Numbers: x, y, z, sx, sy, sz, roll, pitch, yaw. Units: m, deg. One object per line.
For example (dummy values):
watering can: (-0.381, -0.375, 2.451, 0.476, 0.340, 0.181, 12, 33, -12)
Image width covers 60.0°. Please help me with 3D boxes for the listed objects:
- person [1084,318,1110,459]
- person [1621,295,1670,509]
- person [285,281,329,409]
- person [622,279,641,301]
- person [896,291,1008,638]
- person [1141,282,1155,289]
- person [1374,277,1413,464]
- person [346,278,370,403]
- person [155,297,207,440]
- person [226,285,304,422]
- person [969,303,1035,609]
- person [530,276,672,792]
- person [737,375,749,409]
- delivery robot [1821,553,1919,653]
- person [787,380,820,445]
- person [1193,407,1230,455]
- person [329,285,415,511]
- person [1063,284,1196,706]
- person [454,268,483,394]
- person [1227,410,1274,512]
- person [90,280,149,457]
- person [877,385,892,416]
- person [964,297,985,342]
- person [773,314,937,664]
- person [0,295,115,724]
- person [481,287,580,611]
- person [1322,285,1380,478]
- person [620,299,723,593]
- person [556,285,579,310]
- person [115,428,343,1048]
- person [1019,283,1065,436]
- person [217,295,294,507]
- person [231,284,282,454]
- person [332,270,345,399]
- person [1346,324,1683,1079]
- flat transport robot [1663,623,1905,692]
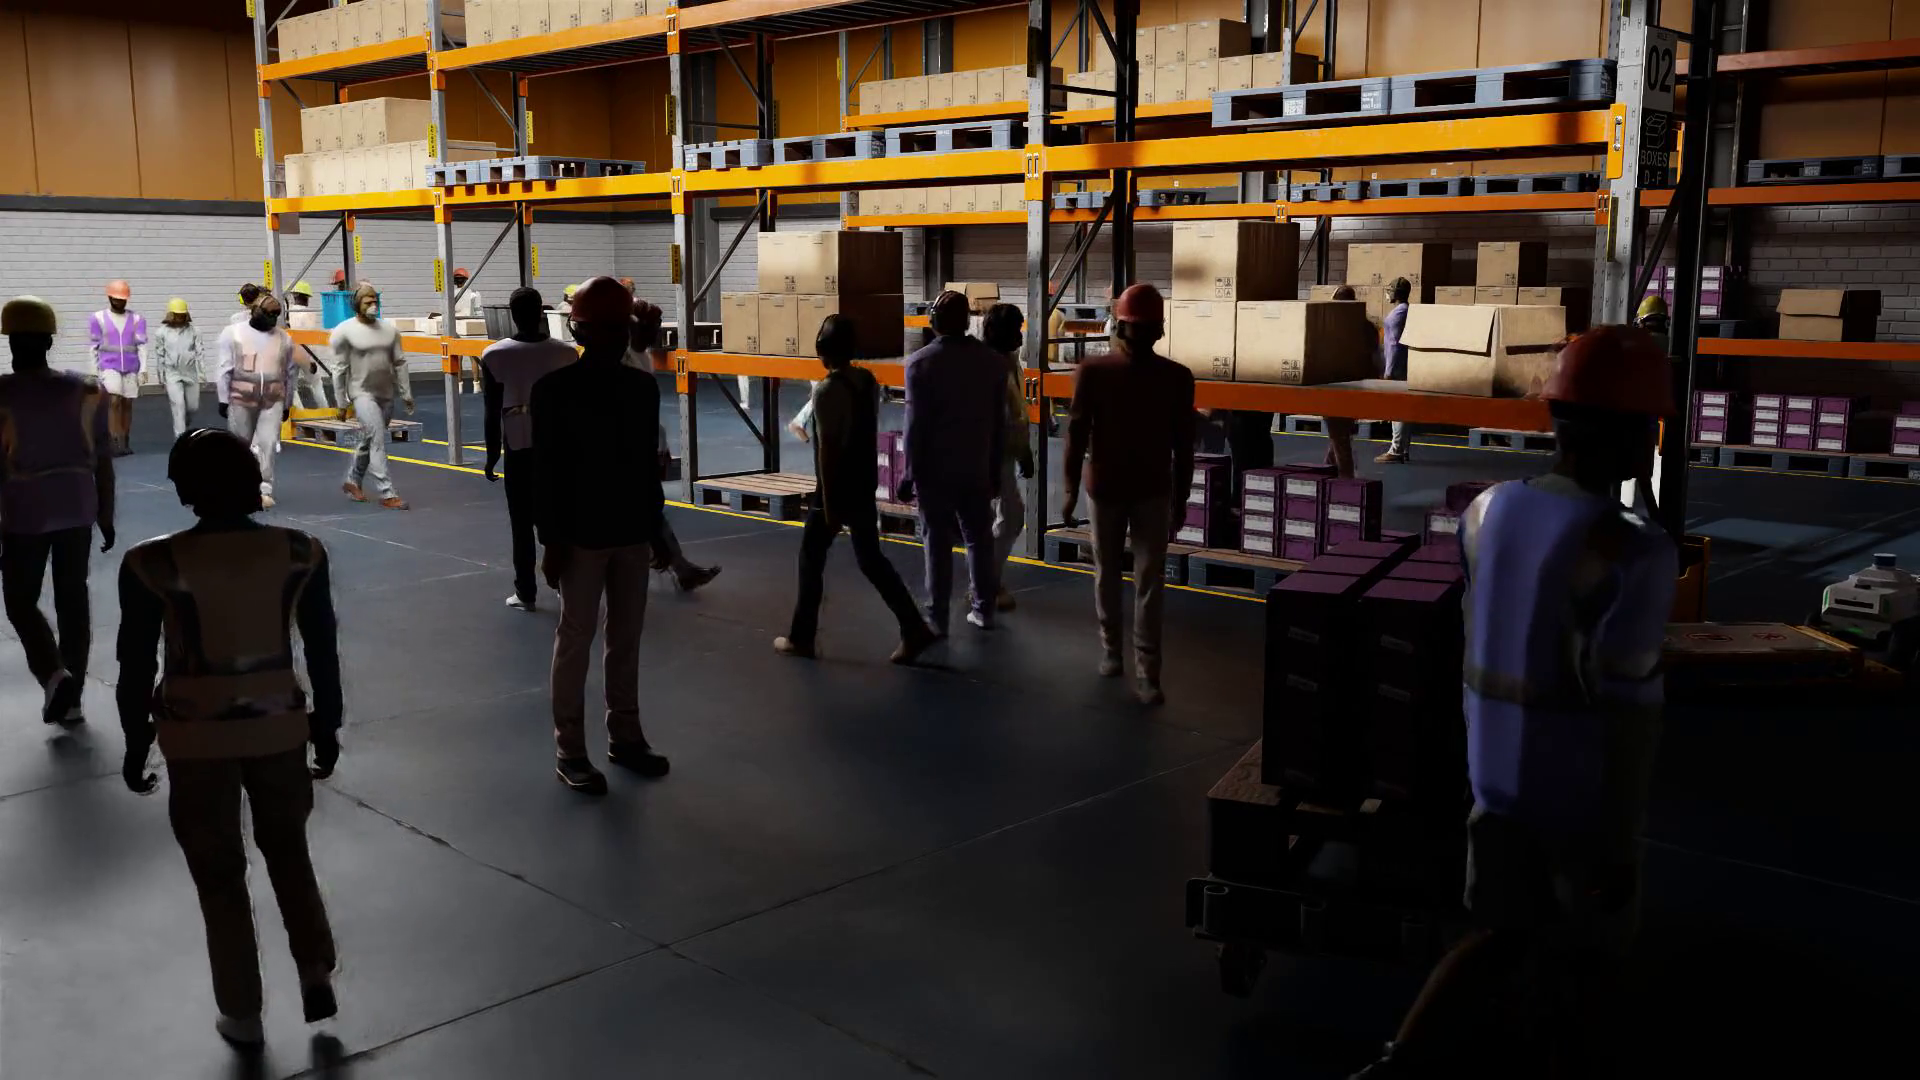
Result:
person: (1.642, -1.755, 17.490, 1.032, 1.882, 0.566, 6, 11, 34)
person: (5.205, -0.931, 12.603, 0.586, 1.824, 0.405, 1, 9, 7)
person: (-8.255, -2.306, 20.892, 0.597, 1.865, 1.028, 4, 10, 22)
person: (-5.079, -3.092, 25.757, 0.590, 1.857, 0.813, -6, 11, -33)
person: (-0.058, -0.412, 9.196, 0.669, 1.899, 0.395, -6, 11, -32)
person: (2.046, -1.906, 18.419, 0.521, 1.873, 0.334, -7, 11, -35)
person: (4.555, -1.759, 17.309, 0.373, 1.940, 0.628, 5, 11, 29)
person: (-8.740, -2.878, 24.317, 0.586, 1.889, 0.670, 5, 10, 28)
person: (-8.658, -1.834, 18.447, 0.503, 1.716, 0.630, -8, 12, -40)
person: (-8.816, -2.320, 21.139, 0.973, 1.806, 0.632, -3, 10, -20)
person: (0.249, -0.488, 9.884, 0.527, 1.815, 0.649, 3, 10, 19)
person: (-1.385, -0.030, 6.534, 0.397, 1.992, 0.621, 7, 12, 38)
person: (-3.224, -2.719, 24.181, 0.523, 1.613, 0.619, -7, 12, -39)
delivery robot: (4.739, 0.312, 8.559, 0.707, 0.478, 0.477, -8, 12, -41)
person: (-1.655, -2.022, 18.992, 0.482, 1.926, 0.627, -1, 9, -5)
person: (1.818, -0.933, 12.857, 0.529, 1.747, 0.627, -6, 11, -33)
person: (-5.041, -1.221, 14.174, 1.001, 1.898, 0.646, 6, 11, 35)
person: (0.814, -0.236, 8.012, 0.631, 1.972, 0.882, 0, 9, 3)
person: (-8.048, -3.383, 26.977, 0.605, 2.033, 0.392, -3, 10, -17)
person: (2.317, -1.199, 13.562, 0.538, 2.000, 0.686, 8, 12, 41)
person: (-9.031, -1.844, 17.936, 0.554, 1.894, 0.787, -6, 11, -35)
person: (-0.942, -1.494, 16.685, 0.533, 1.613, 0.702, -6, 11, -31)
person: (0.172, -2.576, 23.284, 0.493, 1.624, 0.281, -5, 10, -26)
person: (-0.541, -0.249, 8.509, 0.899, 1.807, 0.496, 7, 12, 37)
person: (-3.981, -0.110, 7.281, 0.505, 1.911, 0.594, 9, 13, 44)
person: (-2.526, -0.536, 9.880, 0.591, 1.915, 0.383, -5, 11, -29)
person: (3.260, -1.284, 14.600, 0.674, 1.863, 0.932, -4, 10, -24)
person: (-1.986, -0.574, 10.368, 1.012, 1.823, 0.635, 0, 9, 3)
person: (-5.960, -3.000, 25.401, 0.639, 1.788, 0.602, -4, 10, -22)
person: (-1.869, 0.521, 4.290, 0.518, 1.623, 0.367, -8, 12, -39)
person: (1.050, -2.220, 20.289, 0.545, 1.901, 0.969, -4, 10, -25)
person: (-6.064, -1.202, 14.317, 0.666, 1.800, 0.767, -6, 11, -33)
person: (-7.711, -1.870, 18.222, 0.520, 1.865, 0.332, -9, 13, -43)
person: (-9.434, -3.200, 26.003, 0.597, 1.998, 0.827, 3, 10, 19)
person: (1.164, 0.515, 3.453, 0.712, 1.911, 0.560, -5, 10, -28)
flat transport robot: (3.742, 0.567, 8.148, 1.431, 0.197, 0.652, 0, 9, -1)
